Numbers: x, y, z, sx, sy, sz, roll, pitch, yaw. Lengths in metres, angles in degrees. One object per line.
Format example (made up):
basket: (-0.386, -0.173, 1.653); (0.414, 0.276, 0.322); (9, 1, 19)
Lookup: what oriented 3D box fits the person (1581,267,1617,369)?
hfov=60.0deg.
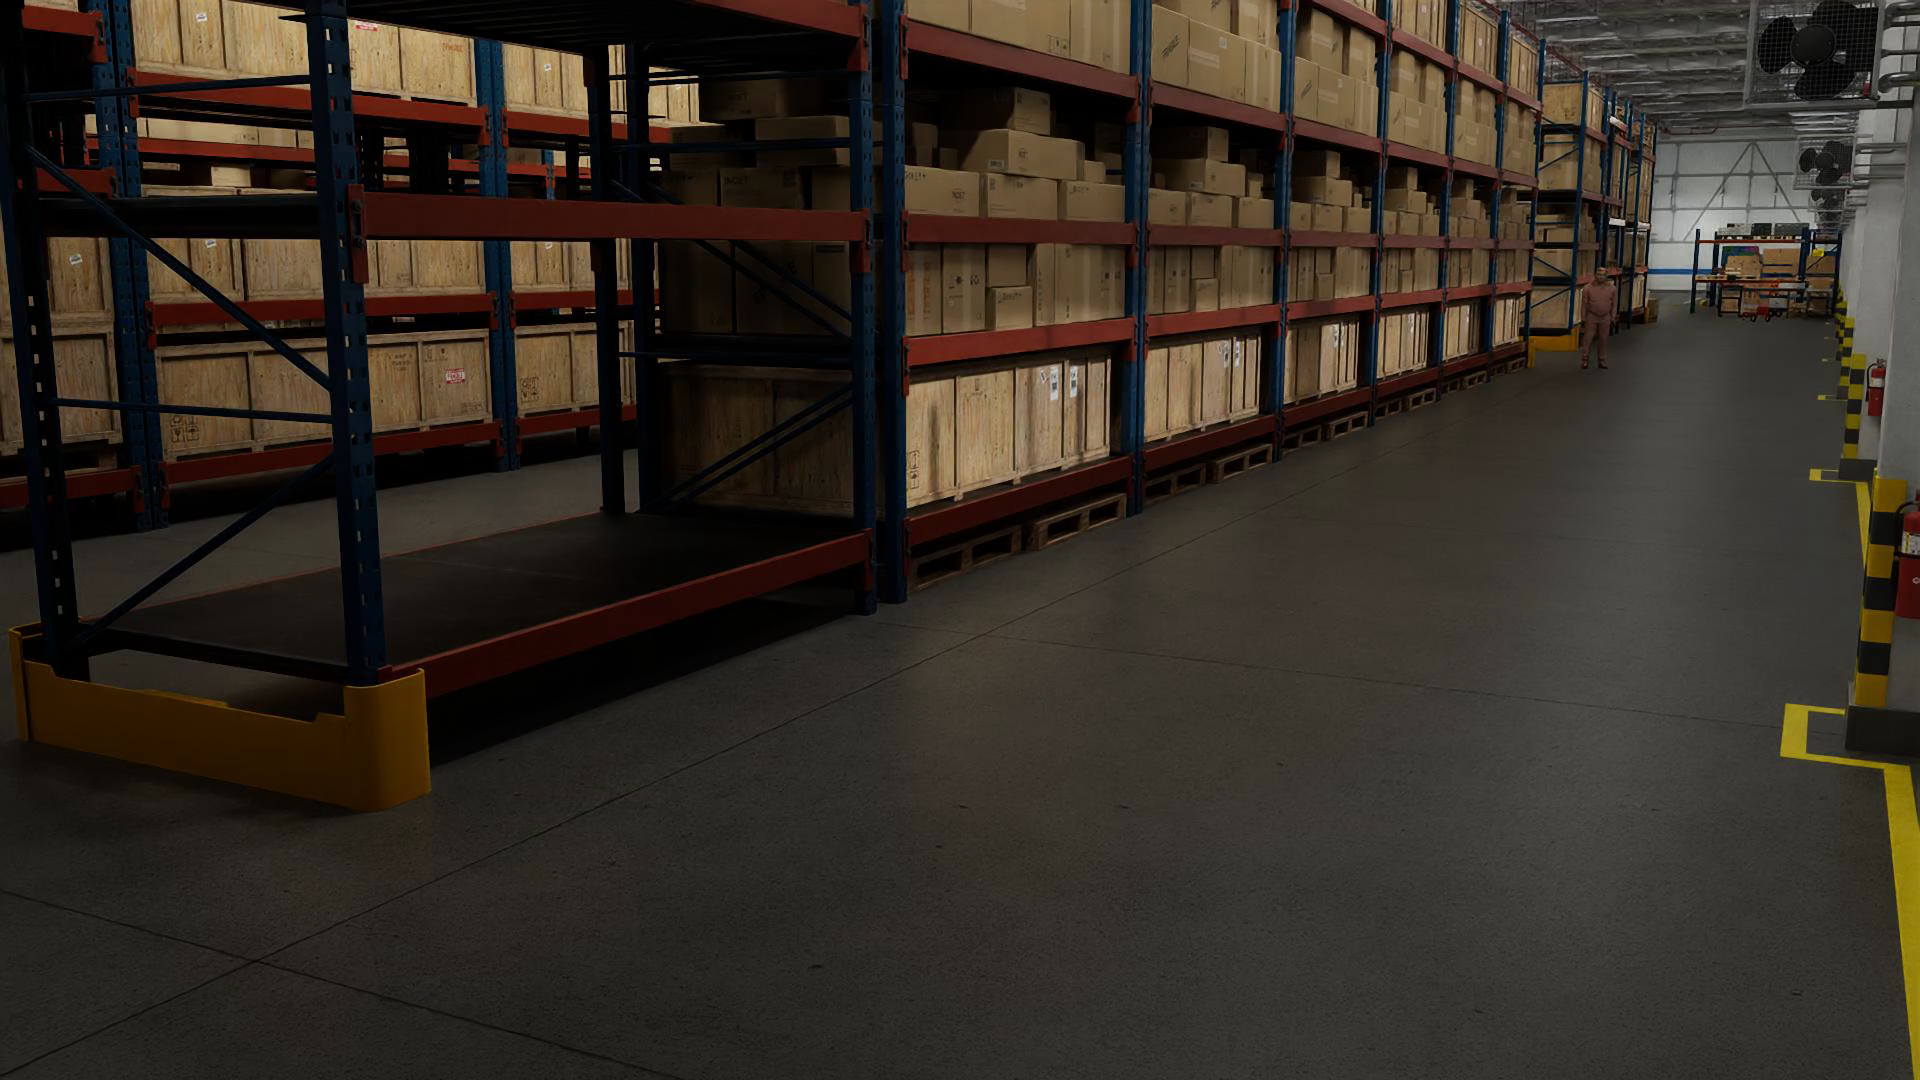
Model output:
person: (12.021, -4.169, 31.308); (0.642, 1.905, 0.399); (1, 10, 7)
